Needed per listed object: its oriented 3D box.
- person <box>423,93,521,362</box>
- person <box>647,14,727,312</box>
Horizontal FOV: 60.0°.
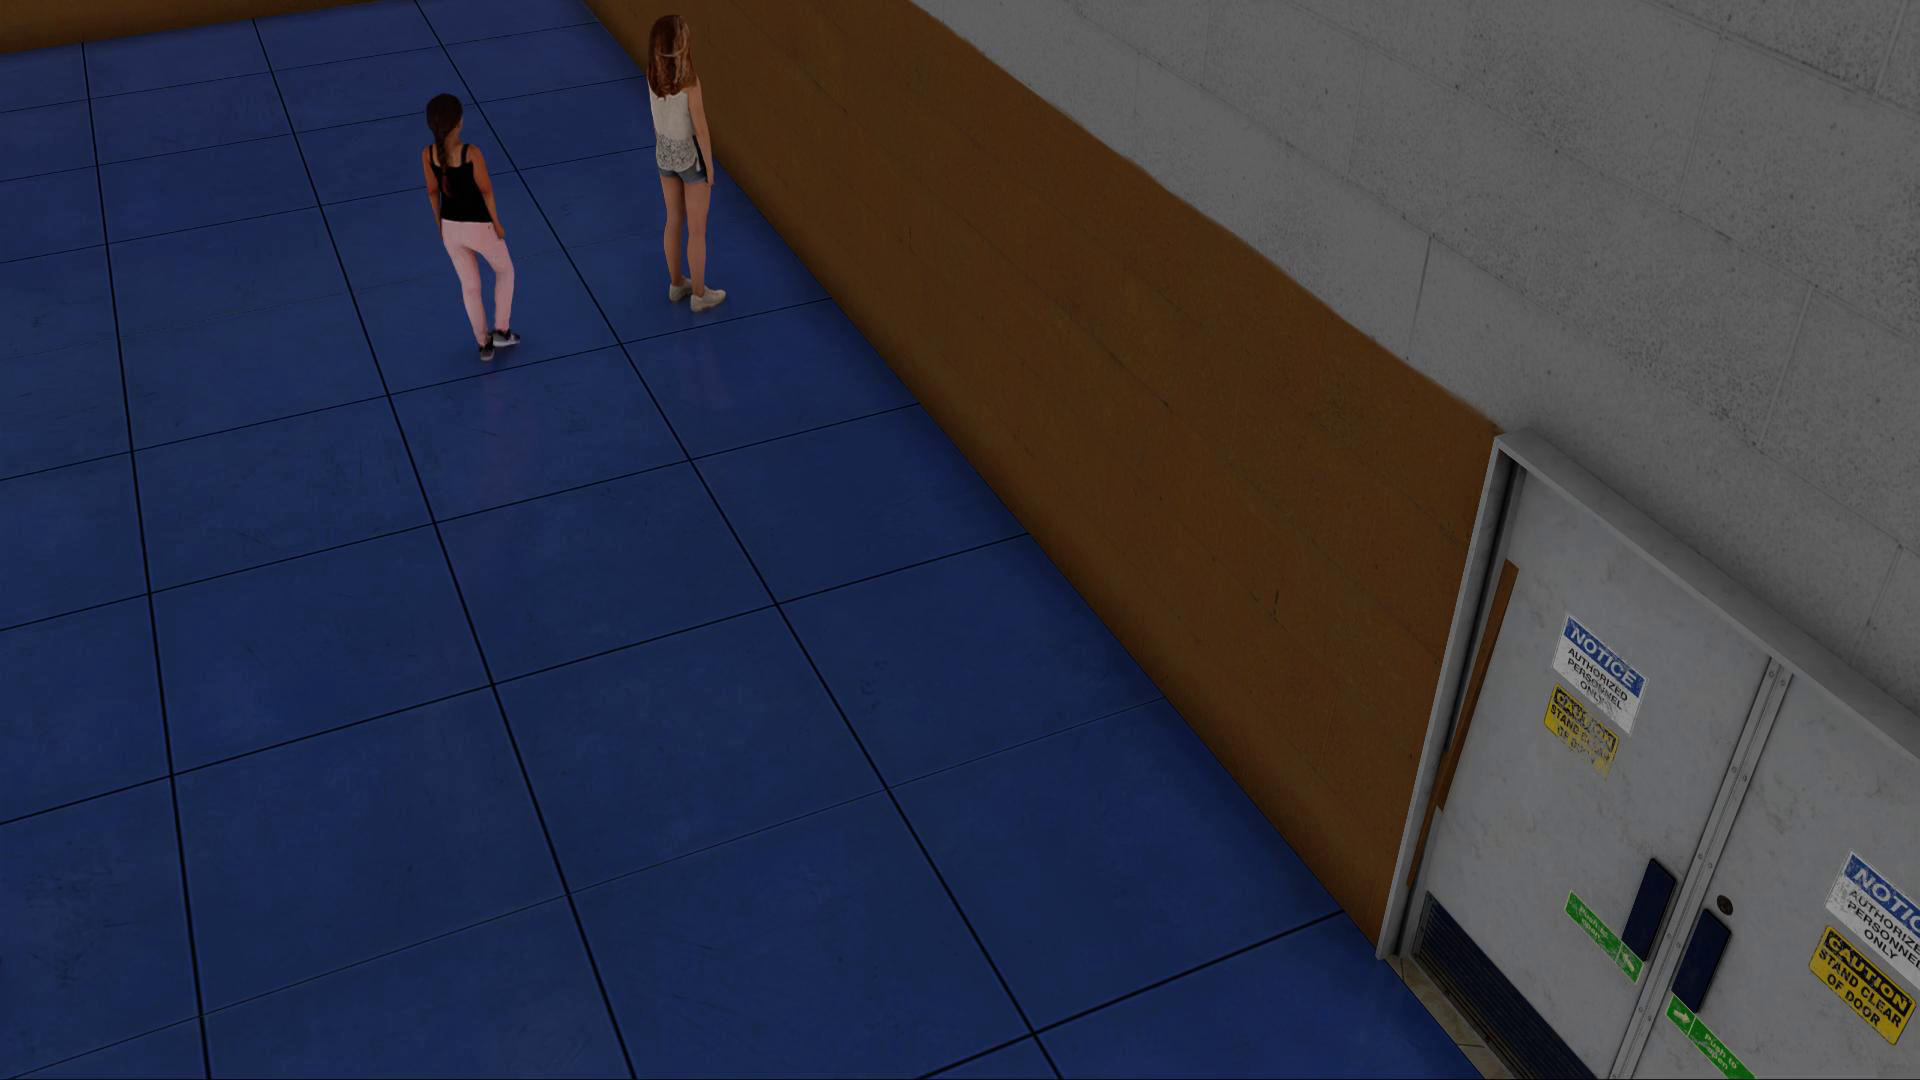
[{"bbox_3d":[-2.712,-1.675,9.153,0.611,1.561,0.692,2,37,2],"label":"person"},{"bbox_3d":[-1.625,-2.170,9.650,0.639,1.755,0.659,22,42,26],"label":"person"}]
